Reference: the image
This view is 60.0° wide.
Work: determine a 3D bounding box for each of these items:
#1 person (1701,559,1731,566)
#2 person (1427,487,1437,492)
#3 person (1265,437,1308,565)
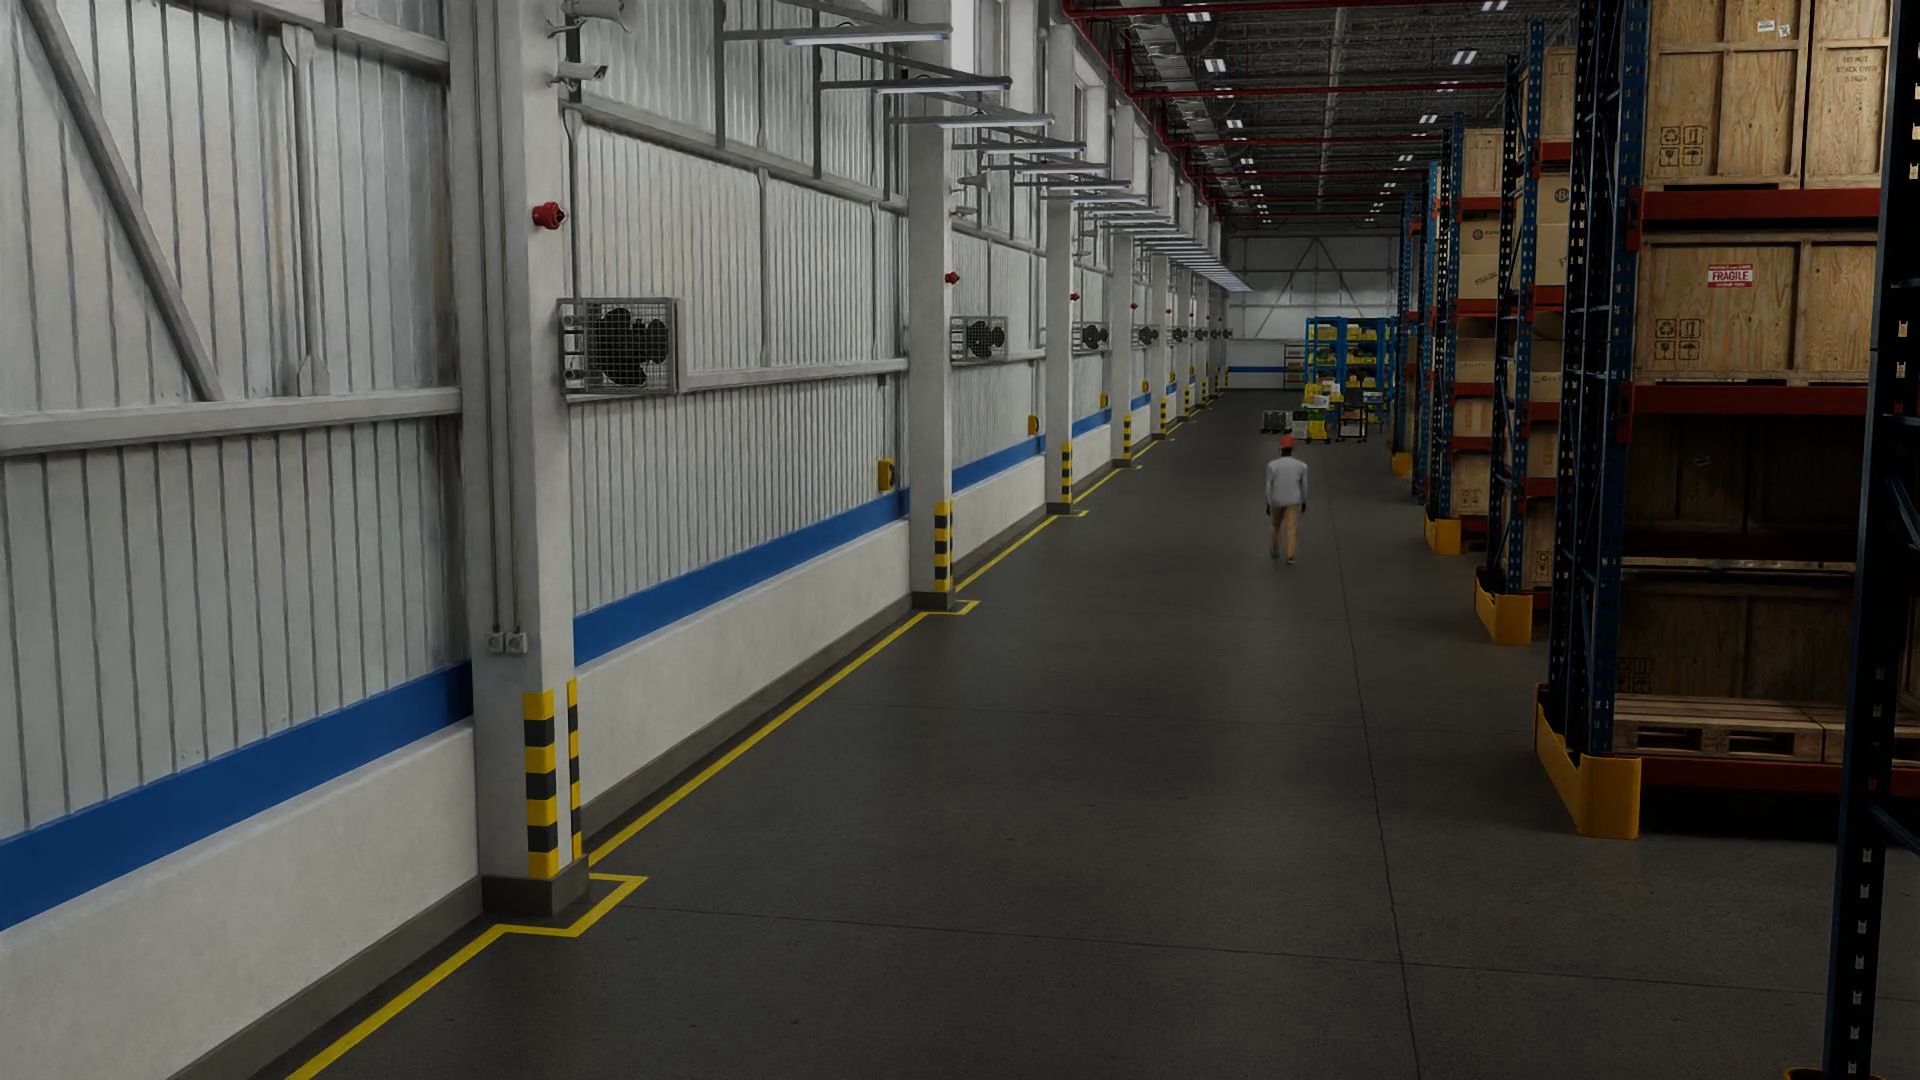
[{"bbox_3d":[6.921,0.352,15.088,0.550,1.753,0.528,2,7,18],"label":"person"},{"bbox_3d":[9.412,-1.814,32.181,0.876,1.800,0.638,0,7,-2],"label":"person"},{"bbox_3d":[4.382,-0.531,22.323,0.584,1.706,0.913,0,7,3],"label":"person"}]
